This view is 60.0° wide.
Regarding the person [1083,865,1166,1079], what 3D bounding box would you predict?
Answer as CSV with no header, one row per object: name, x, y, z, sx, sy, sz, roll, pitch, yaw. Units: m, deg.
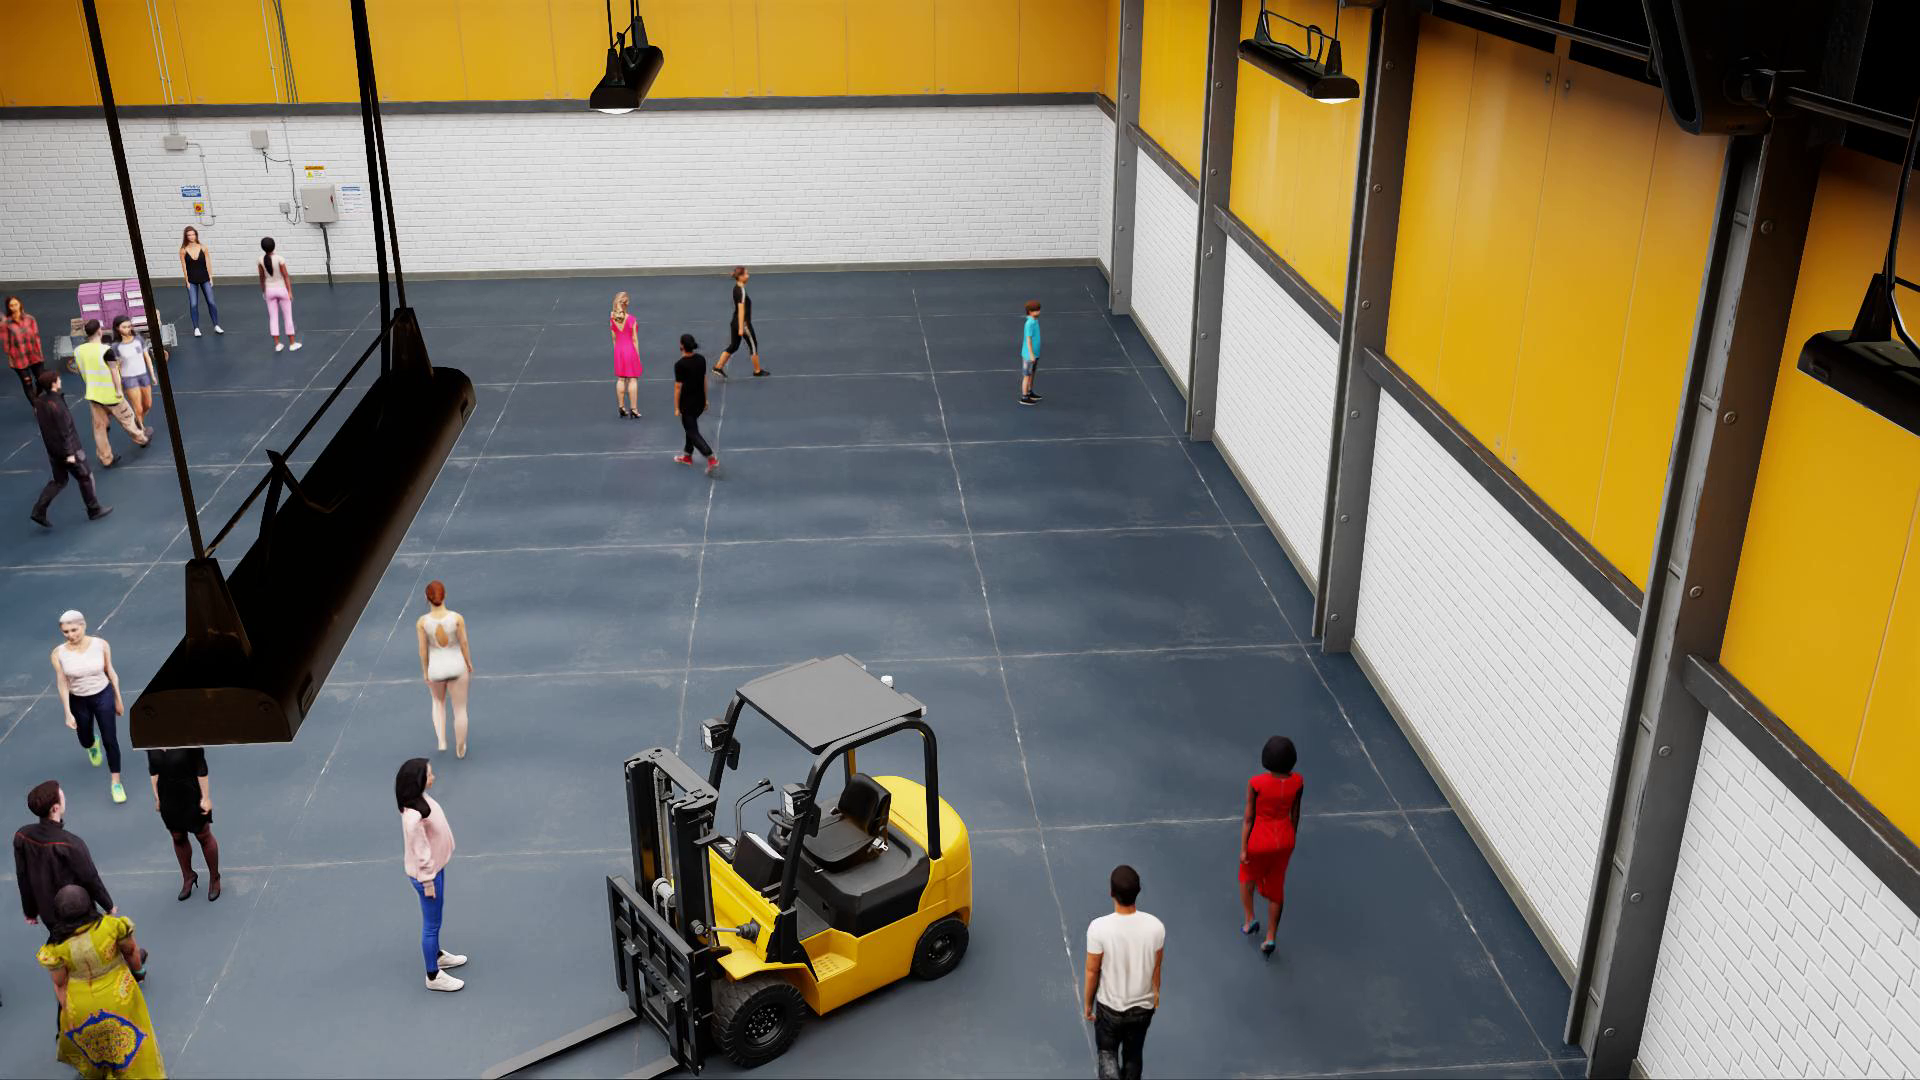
person,1.025,2.853,10.009,0.644,1.771,0.834,-3,24,-6

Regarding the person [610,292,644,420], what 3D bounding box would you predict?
person,-4.472,-2.468,22.247,0.660,1.720,0.689,12,26,25

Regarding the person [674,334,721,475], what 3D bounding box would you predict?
person,-3.237,-1.645,20.347,1.145,1.732,1.114,17,29,33

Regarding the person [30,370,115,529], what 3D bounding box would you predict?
person,-10.200,-0.991,18.752,1.123,1.812,1.238,15,28,30

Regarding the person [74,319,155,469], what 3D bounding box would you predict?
person,-10.612,-1.767,20.550,0.842,1.794,1.184,3,24,7

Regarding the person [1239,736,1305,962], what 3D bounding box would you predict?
person,2.181,2.185,11.589,0.599,1.730,0.649,-3,24,-7

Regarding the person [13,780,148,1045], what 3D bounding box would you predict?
person,-5.812,2.486,10.738,1.022,1.861,1.275,8,25,18

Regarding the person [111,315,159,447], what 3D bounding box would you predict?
person,-10.595,-2.066,21.339,0.926,1.710,0.878,14,27,29

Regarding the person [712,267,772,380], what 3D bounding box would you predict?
person,-3.199,-3.053,23.693,0.855,1.633,1.088,-9,25,-20

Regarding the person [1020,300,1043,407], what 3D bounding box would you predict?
person,0.965,-2.598,22.882,0.644,1.449,0.534,8,25,18

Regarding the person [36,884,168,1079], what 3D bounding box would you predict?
person,-5.209,2.878,10.146,1.097,1.616,1.331,-12,26,-25

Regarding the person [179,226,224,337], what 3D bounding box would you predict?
person,-11.830,-4.033,25.828,0.647,1.718,0.650,-14,27,-29

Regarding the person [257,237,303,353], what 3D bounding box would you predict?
person,-10.302,-3.714,25.071,0.586,1.741,0.509,-1,24,-2

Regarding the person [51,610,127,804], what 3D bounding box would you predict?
person,-7.143,1.306,13.653,0.872,1.687,1.062,-15,28,-31

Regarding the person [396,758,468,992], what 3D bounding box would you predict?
person,-3.641,2.260,11.371,0.731,1.768,0.509,-5,24,-10

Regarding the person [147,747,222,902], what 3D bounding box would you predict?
person,-5.726,1.899,12.273,0.625,1.706,0.562,2,24,5

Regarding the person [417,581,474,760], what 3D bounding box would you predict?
person,-4.355,1.141,14.096,0.570,1.634,0.567,-4,24,-10

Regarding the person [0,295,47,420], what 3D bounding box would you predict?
person,-12.516,-2.449,22.243,0.792,1.688,0.859,-18,29,-35
